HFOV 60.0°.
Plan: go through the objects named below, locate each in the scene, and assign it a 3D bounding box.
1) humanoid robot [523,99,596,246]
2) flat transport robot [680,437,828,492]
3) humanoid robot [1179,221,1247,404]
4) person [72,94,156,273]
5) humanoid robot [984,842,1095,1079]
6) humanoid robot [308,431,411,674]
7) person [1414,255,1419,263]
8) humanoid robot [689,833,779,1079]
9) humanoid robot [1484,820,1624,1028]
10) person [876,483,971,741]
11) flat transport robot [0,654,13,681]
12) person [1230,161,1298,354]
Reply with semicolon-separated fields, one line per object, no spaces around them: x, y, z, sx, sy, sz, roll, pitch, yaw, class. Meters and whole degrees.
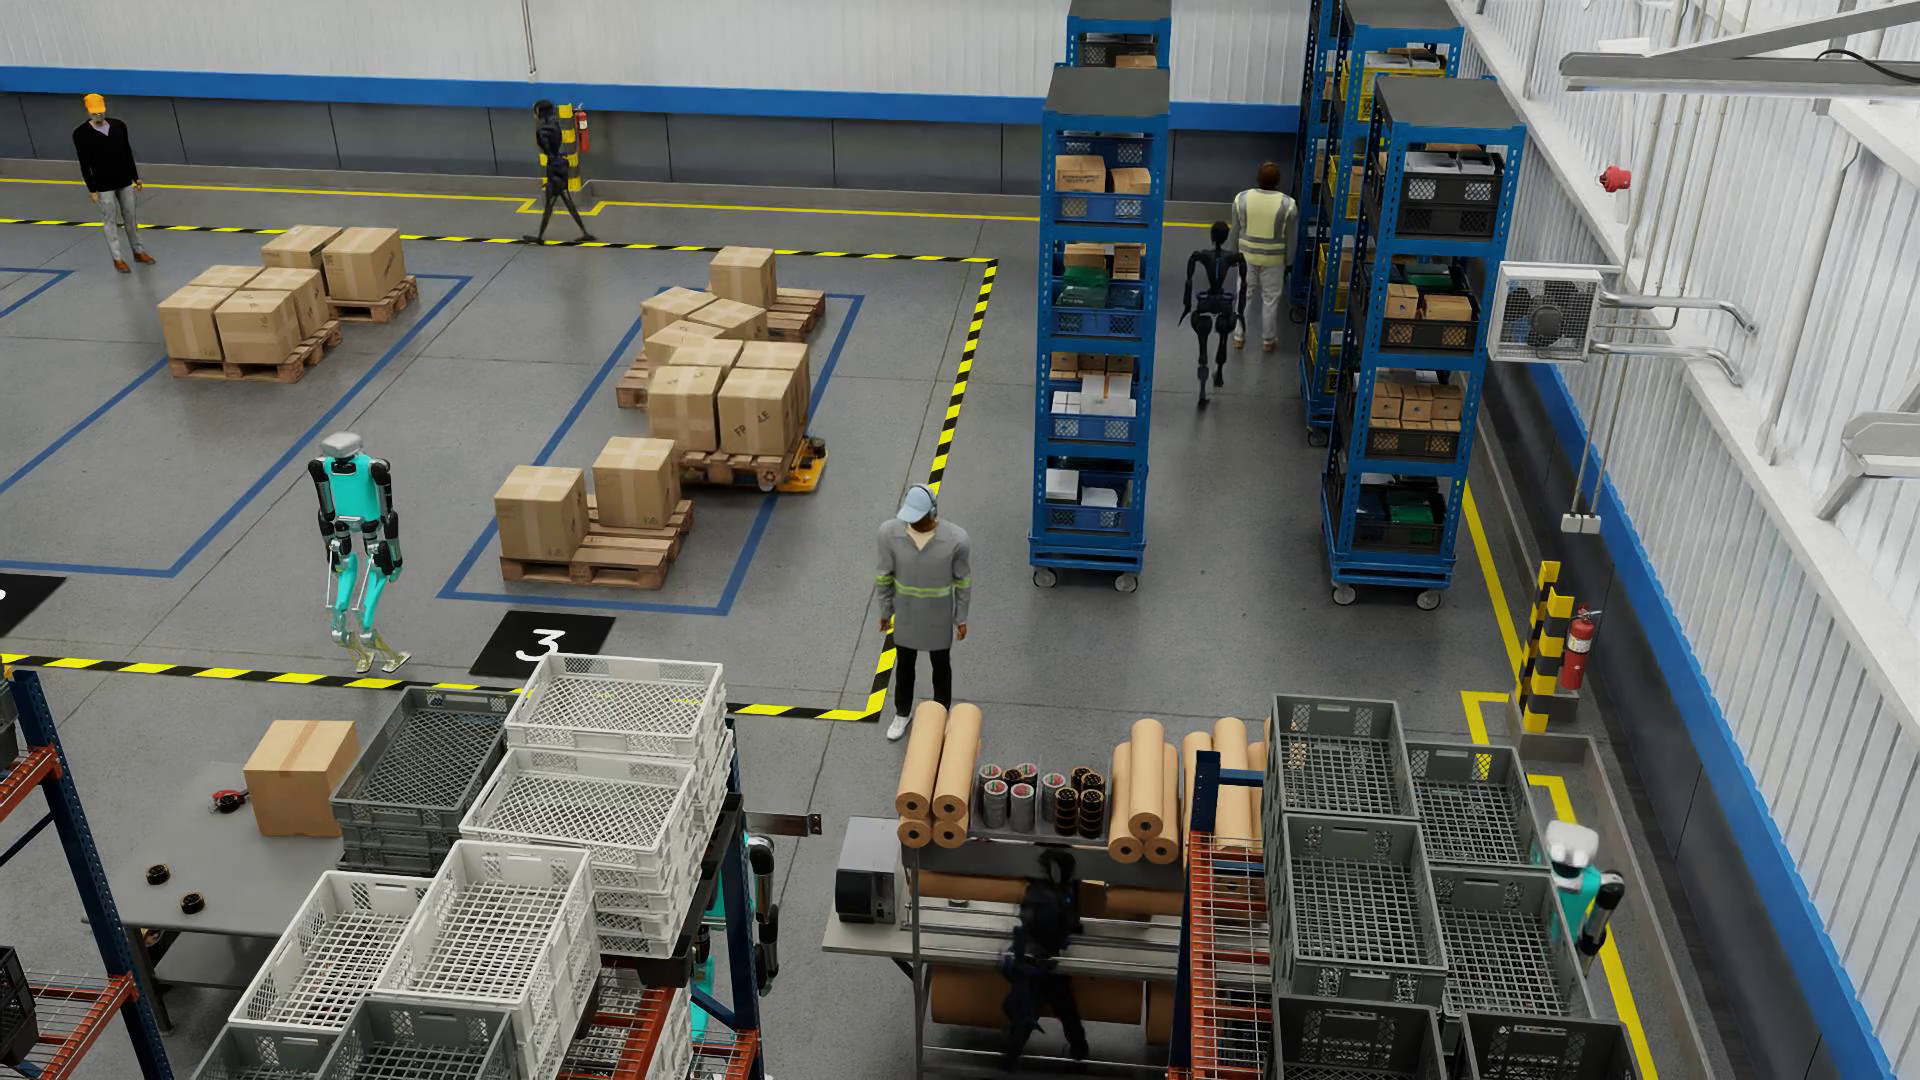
-4.476;-4.028;18.232;0.773;1.623;0.616;-2;30;-4;humanoid robot
-1.859;-0.668;13.793;1.431;0.197;0.652;3;30;6;flat transport robot
2.262;-2.030;14.825;0.601;1.643;0.788;4;30;7;humanoid robot
-8.929;-3.775;17.554;0.384;1.880;0.587;19;35;30;person
0.435;2.056;7.755;0.663;1.635;0.595;19;35;29;humanoid robot
-3.954;0.168;10.792;0.533;1.677;0.735;3;30;6;humanoid robot
3.976;-2.642;15.552;0.637;1.936;0.358;3;30;5;person
-1.123;2.028;7.597;0.533;1.677;0.735;3;30;6;humanoid robot
2.733;1.903;7.935;0.550;1.739;0.893;8;31;13;humanoid robot
-0.229;0.459;10.315;0.589;1.848;0.404;5;31;8;person
-7.142;0.969;11.010;1.431;0.231;0.659;3;30;6;flat transport robot
2.856;-2.659;15.683;0.637;1.839;0.429;11;32;19;person
